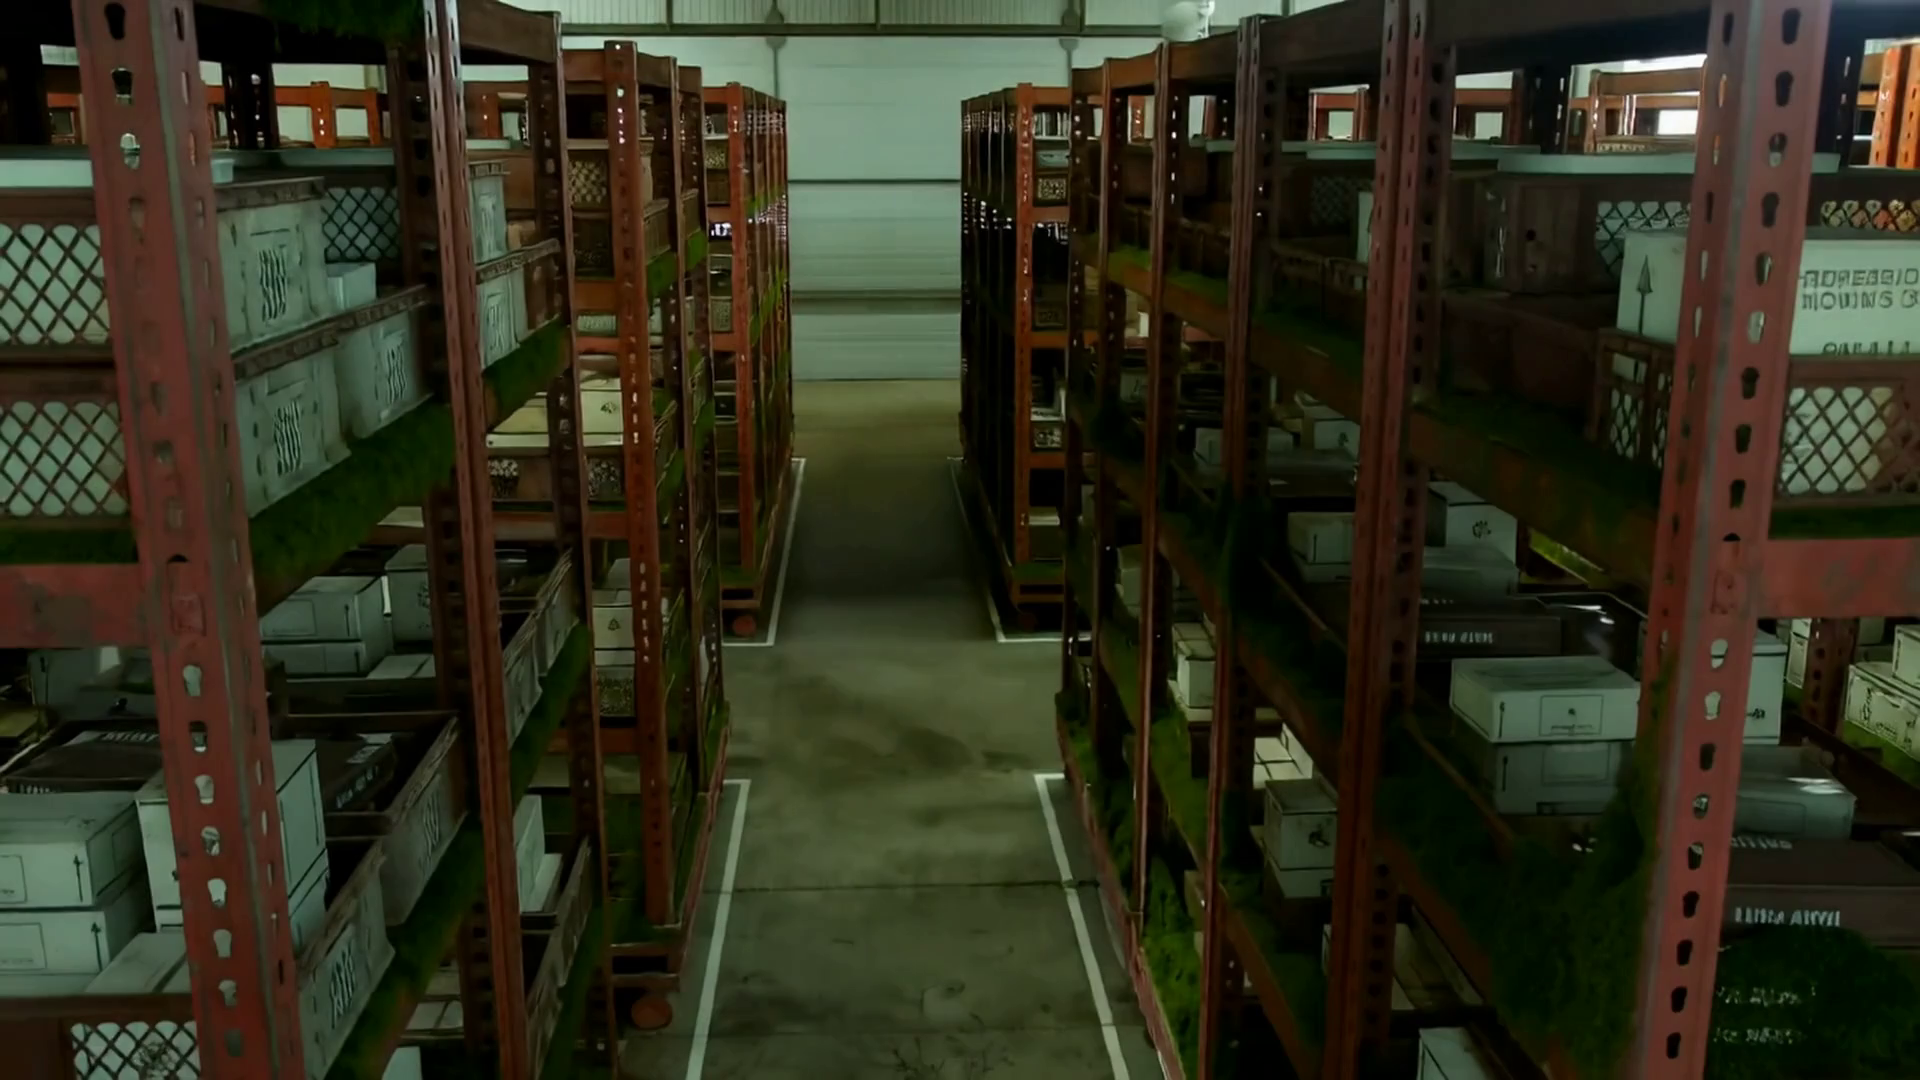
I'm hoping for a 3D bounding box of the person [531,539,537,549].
[{"bbox_3d":[-2.618,-0.212,10.550,0.462,1.970,0.640,2,14,9],"label":"person"}]
